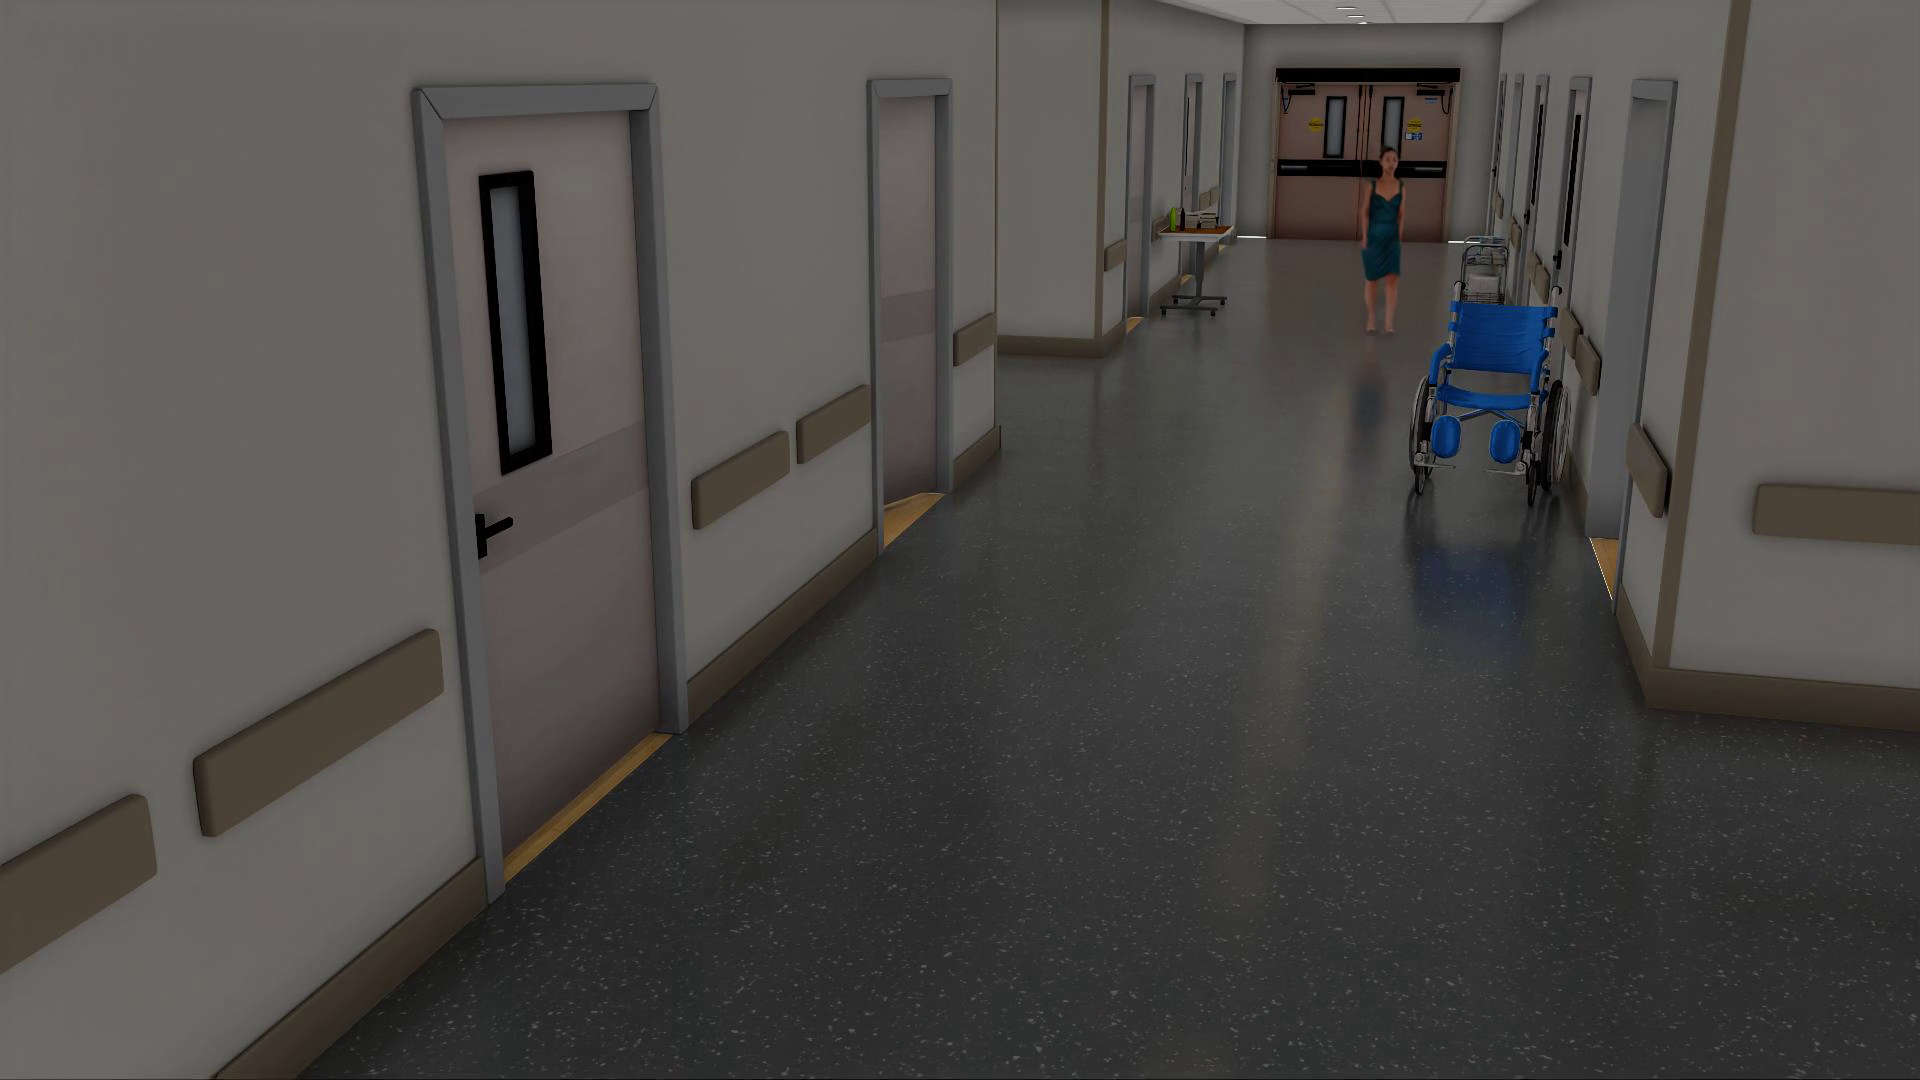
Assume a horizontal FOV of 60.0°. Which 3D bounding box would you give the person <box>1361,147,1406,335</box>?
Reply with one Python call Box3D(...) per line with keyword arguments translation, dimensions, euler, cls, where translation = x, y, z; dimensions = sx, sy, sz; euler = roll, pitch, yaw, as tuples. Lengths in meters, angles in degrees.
Box3D(translation=(3.827, -2.713, 15.188), dimensions=(0.626, 1.663, 0.849), euler=(2, 16, 6), cls="person")
